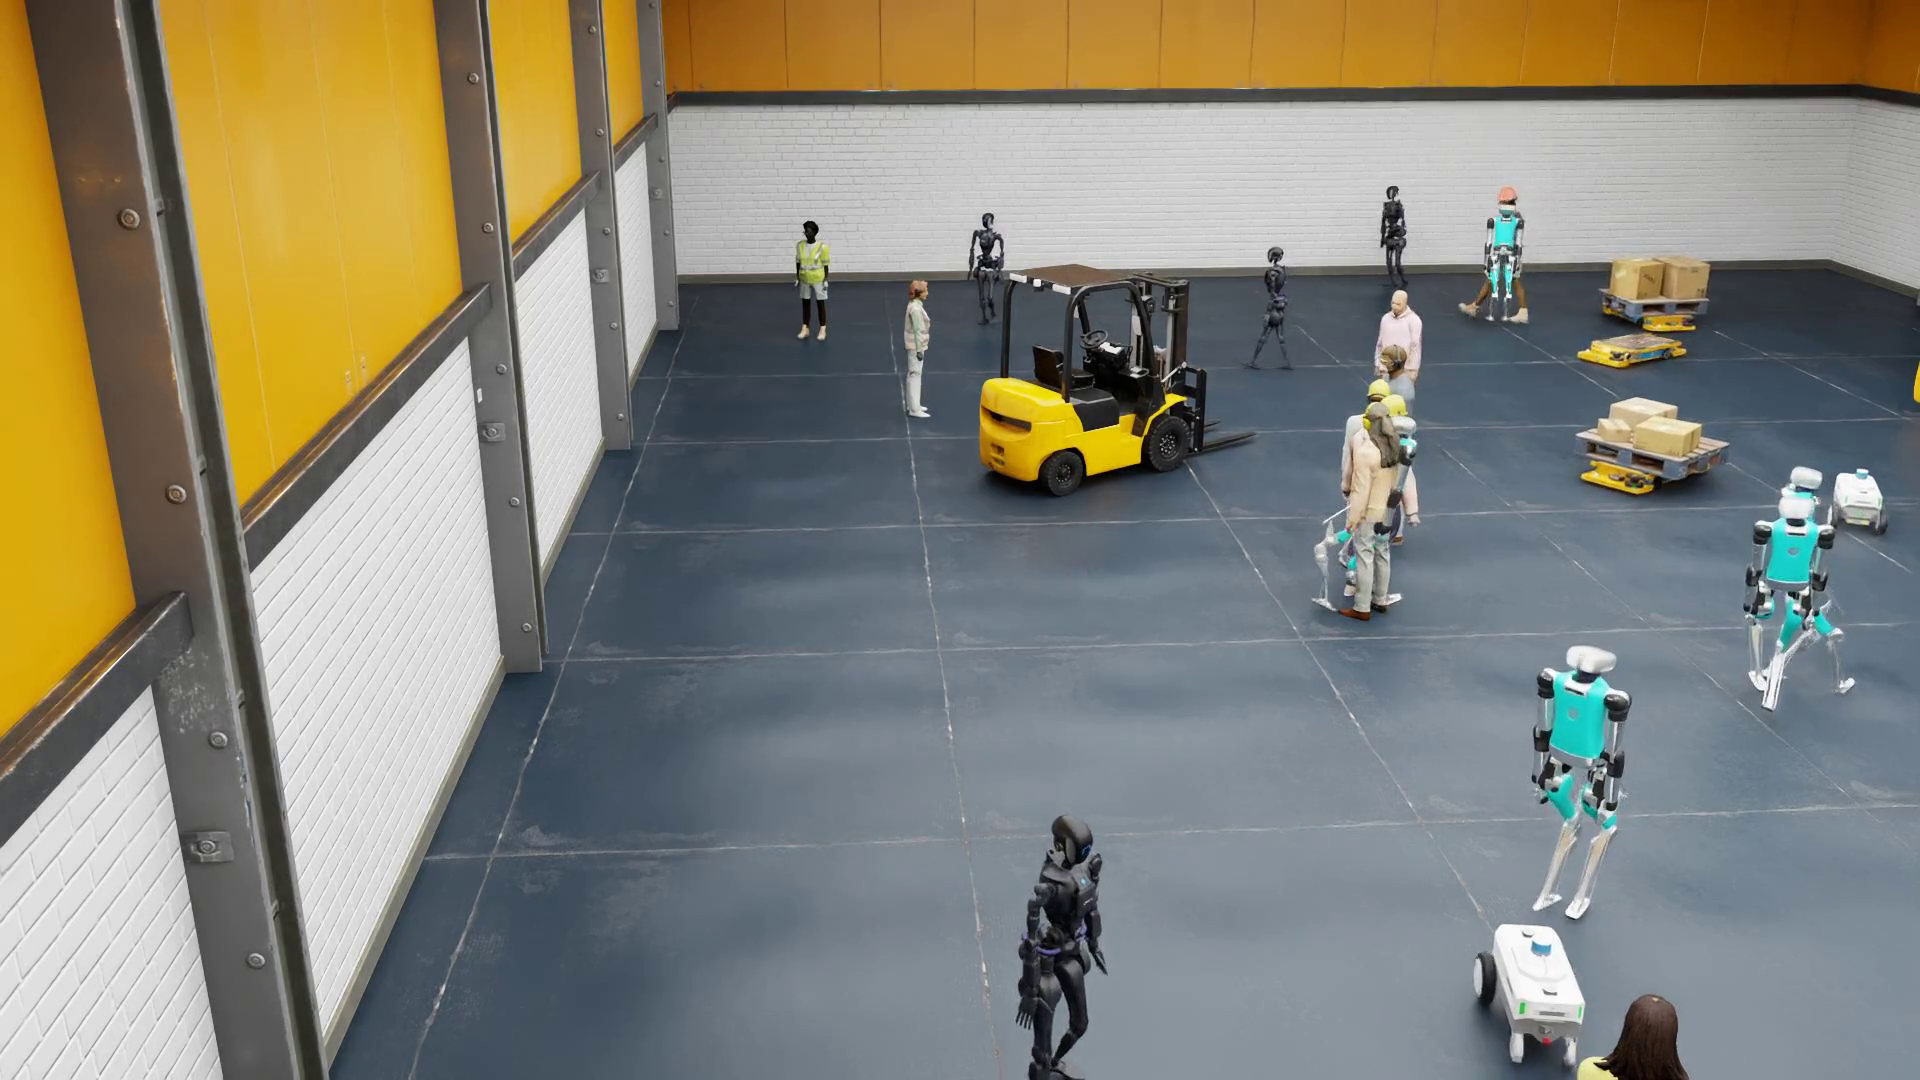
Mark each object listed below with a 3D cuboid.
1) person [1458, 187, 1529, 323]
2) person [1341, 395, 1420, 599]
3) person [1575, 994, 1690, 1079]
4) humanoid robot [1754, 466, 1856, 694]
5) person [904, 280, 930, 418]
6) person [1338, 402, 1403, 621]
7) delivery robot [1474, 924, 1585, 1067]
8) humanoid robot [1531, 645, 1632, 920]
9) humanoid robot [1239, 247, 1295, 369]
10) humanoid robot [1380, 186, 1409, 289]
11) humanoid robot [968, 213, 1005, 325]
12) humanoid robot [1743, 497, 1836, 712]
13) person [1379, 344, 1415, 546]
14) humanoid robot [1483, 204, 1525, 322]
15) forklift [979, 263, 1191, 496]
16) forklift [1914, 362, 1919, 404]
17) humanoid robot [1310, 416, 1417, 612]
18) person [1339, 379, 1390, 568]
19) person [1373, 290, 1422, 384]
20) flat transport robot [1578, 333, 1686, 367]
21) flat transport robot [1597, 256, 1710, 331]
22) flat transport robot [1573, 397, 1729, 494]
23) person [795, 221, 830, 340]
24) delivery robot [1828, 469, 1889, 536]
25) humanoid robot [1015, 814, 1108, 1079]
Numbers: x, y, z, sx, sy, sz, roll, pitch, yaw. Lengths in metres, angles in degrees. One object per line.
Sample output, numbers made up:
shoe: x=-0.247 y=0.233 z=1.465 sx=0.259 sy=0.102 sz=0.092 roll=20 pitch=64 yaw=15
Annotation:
person: x=8.063 y=-4.236 z=24.698 sx=0.614 sy=1.983 sz=1.099 roll=-18 pitch=27 yaw=-41
person: x=3.571 y=-0.338 z=14.253 sx=0.434 sy=1.856 sz=0.819 roll=-14 pitch=24 yaw=-33
person: x=2.575 y=2.561 z=6.486 sx=0.459 sy=1.766 sz=0.382 roll=7 pitch=21 yaw=18
humanoid robot: x=6.581 y=0.361 z=12.603 sx=0.883 sy=1.834 sz=0.564 roll=6 pitch=21 yaw=17
person: x=-0.512 y=-2.290 z=19.877 sx=0.309 sy=1.636 sz=0.522 roll=-2 pitch=20 yaw=-6
person: x=3.467 y=-0.236 z=13.942 sx=0.561 sy=1.874 sz=0.390 roll=-16 pitch=26 yaw=-37
delivery robot: x=3.040 y=2.361 z=8.794 sx=0.499 sy=0.606 sz=0.809 roll=2 pitch=20 yaw=6
humanoid robot: x=3.652 y=1.380 z=9.677 sx=0.704 sy=1.752 sz=0.530 roll=-18 pitch=27 yaw=-41
humanoid robot: x=4.106 y=-3.058 z=21.949 sx=0.718 sy=1.627 sz=0.599 roll=7 pitch=21 yaw=18
humanoid robot: x=7.081 y=-4.923 z=26.995 sx=0.428 sy=1.637 sz=0.593 roll=-10 pitch=22 yaw=-24
humanoid robot: x=0.390 y=-3.981 z=24.422 sx=0.599 sy=1.644 sz=0.341 roll=10 pitch=22 yaw=25
humanoid robot: x=6.066 y=0.425 z=12.339 sx=0.546 sy=1.718 sz=1.014 roll=7 pitch=21 yaw=17
person: x=4.061 y=-0.900 z=15.670 sx=0.361 sy=1.932 sz=0.628 roll=1 pitch=20 yaw=2
humanoid robot: x=7.888 y=-3.992 z=24.178 sx=0.533 sy=1.677 sz=0.735 roll=5 pitch=21 yaw=13
forklift: x=1.315 y=-1.764 z=17.646 sx=2.313 sy=2.155 sz=1.214 roll=-14 pitch=24 yaw=-33
forklift: x=12.602 y=-2.435 z=19.475 sx=2.313 sy=2.155 sz=1.214 roll=-1 pitch=20 yaw=-4
humanoid robot: x=3.308 y=-0.186 z=14.029 sx=0.979 sy=1.734 sz=0.556 roll=-1 pitch=20 yaw=-2
person: x=3.721 y=-0.592 z=15.086 sx=0.529 sy=1.757 sz=0.347 roll=2 pitch=20 yaw=7
person: x=4.937 y=-1.942 z=18.738 sx=0.580 sy=1.778 sz=0.421 roll=16 pitch=26 yaw=37
flat transport robot: x=9.177 y=-2.590 z=22.685 sx=1.431 sy=0.231 sz=0.659 roll=-12 pitch=23 yaw=-29
flat transport robot: x=10.244 y=-3.337 z=24.720 sx=0.659 sy=0.231 sz=1.431 roll=-3 pitch=20 yaw=-9
flat transport robot: x=7.329 y=-0.770 z=17.724 sx=1.431 sy=0.231 sz=0.659 roll=-15 pitch=25 yaw=-35
person: x=-2.096 y=-3.681 z=23.581 sx=0.530 sy=1.697 sz=0.322 roll=8 pitch=22 yaw=20
delivery robot: x=8.783 y=-0.397 z=16.275 sx=0.499 sy=0.581 sz=0.777 roll=7 pitch=21 yaw=19
humanoid robot: x=0.463 y=2.035 z=8.040 sx=0.384 sy=1.640 sz=0.610 roll=16 pitch=26 yaw=37
